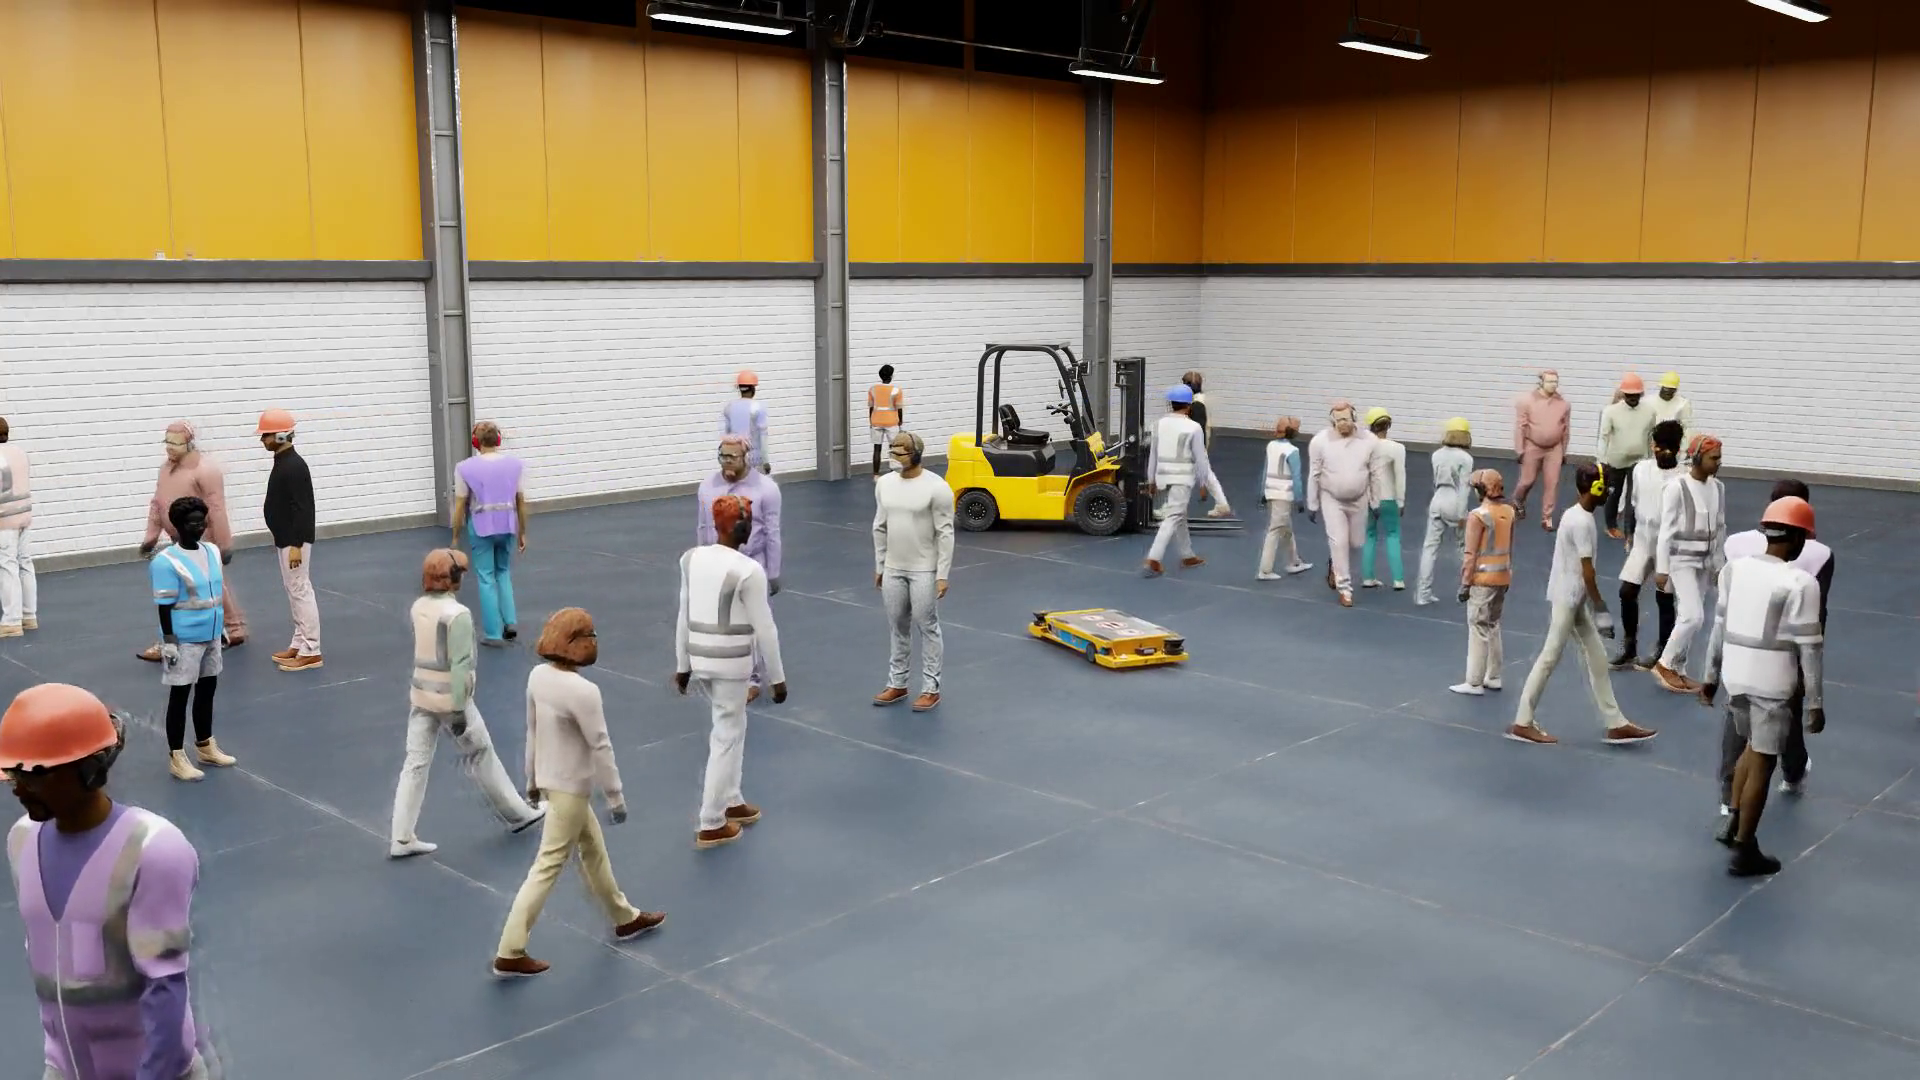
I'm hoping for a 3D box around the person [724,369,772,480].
[{"bbox_3d":[-2.334,-0.929,18.470,0.579,1.924,0.400,4,10,25],"label":"person"}]

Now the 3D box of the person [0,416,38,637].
[{"bbox_3d":[-7.923,-0.119,13.761,0.430,1.845,0.624,0,9,-2],"label":"person"}]

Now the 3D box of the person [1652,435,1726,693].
[{"bbox_3d":[5.213,0.183,11.835,0.605,1.863,0.441,-6,11,-31],"label":"person"}]

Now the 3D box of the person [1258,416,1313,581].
[{"bbox_3d":[3.240,-0.404,16.221,0.778,1.603,0.524,-3,10,-20],"label":"person"}]

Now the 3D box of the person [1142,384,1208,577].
[{"bbox_3d":[2.135,-0.593,16.526,1.013,1.902,0.617,-8,12,-42],"label":"person"}]

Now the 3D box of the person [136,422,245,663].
[{"bbox_3d":[-6.024,0.009,12.943,0.654,1.849,0.953,7,12,37],"label":"person"}]

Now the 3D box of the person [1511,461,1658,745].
[{"bbox_3d":[3.986,0.425,10.491,0.954,1.818,0.546,4,10,25],"label":"person"}]

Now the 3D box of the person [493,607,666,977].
[{"bbox_3d":[-1.686,1.075,7.231,0.874,1.584,0.520,-8,12,-39],"label":"person"}]

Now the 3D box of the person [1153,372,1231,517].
[{"bbox_3d":[2.871,-1.157,20.315,0.975,1.800,0.620,2,9,11],"label":"person"}]

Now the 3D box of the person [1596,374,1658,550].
[{"bbox_3d":[7.311,-0.891,18.326,0.625,1.916,1.082,2,9,12],"label":"person"}]

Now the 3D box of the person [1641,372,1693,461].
[{"bbox_3d":[8.555,-1.157,20.255,0.662,1.797,0.485,4,10,23],"label":"person"}]

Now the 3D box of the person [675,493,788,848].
[{"bbox_3d":[-1.175,0.675,8.817,0.611,1.862,0.688,8,12,40],"label":"person"}]

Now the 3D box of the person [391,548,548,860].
[{"bbox_3d":[-2.624,0.832,8.691,0.520,1.583,0.879,8,12,40],"label":"person"}]

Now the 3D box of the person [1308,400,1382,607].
[{"bbox_3d":[3.496,-0.359,15.208,0.657,1.865,0.766,0,9,-1],"label":"person"}]

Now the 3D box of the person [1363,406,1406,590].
[{"bbox_3d":[3.992,-0.393,15.769,0.570,1.736,0.449,7,11,35],"label":"person"}]

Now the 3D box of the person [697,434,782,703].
[{"bbox_3d":[-1.549,0.185,11.765,0.651,1.892,0.517,3,10,15],"label":"person"}]

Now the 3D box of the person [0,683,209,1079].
[{"bbox_3d":[-2.239,1.350,4.293,0.638,1.985,1.041,3,10,18],"label":"person"}]

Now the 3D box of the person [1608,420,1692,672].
[{"bbox_3d":[5.159,0.062,12.399,0.648,1.927,0.670,-6,11,-32],"label":"person"}]

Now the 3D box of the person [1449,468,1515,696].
[{"bbox_3d":[3.736,0.302,11.824,0.529,1.630,0.348,-8,12,-42],"label":"person"}]

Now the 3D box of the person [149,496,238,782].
[{"bbox_3d":[-4.577,0.575,9.942,0.317,1.698,0.540,2,10,14],"label":"person"}]

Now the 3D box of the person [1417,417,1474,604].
[{"bbox_3d":[4.505,-0.266,15.124,0.864,1.688,0.491,-6,11,-35],"label":"person"}]

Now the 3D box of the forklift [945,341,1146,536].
[{"bbox_3d":[0.977,-1.223,19.452,2.313,2.155,1.214,2,9,11],"label":"forklift"}]

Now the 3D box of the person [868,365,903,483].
[{"bbox_3d":[-1.053,-1.630,23.514,0.536,1.688,0.318,3,10,16],"label":"person"}]

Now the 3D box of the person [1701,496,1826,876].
[{"bbox_3d":[4.039,0.729,8.381,0.544,1.900,0.642,-4,10,-22],"label":"person"}]

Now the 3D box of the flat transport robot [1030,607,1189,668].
[{"bbox_3d":[1.162,0.754,13.213,0.652,0.197,1.431,-4,10,-24],"label":"flat transport robot"}]

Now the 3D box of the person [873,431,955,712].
[{"bbox_3d":[-0.328,0.211,11.450,0.629,1.936,0.371,6,11,33],"label":"person"}]

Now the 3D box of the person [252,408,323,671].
[{"bbox_3d":[-5.095,-0.007,12.615,0.400,1.989,0.623,-5,11,-29],"label":"person"}]

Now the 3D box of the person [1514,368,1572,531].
[{"bbox_3d":[6.796,-1.076,19.480,0.653,1.892,0.712,0,9,3],"label":"person"}]

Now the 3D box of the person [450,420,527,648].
[{"bbox_3d":[-3.786,-0.043,13.342,0.579,1.831,0.490,-9,13,-43],"label":"person"}]

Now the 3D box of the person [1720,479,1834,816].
[{"bbox_3d":[4.587,0.586,9.384,0.597,1.859,1.027,8,12,40],"label":"person"}]

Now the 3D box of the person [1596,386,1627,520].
[{"bbox_3d":[8.022,-1.070,20.248,0.510,1.619,0.528,5,10,27],"label":"person"}]
